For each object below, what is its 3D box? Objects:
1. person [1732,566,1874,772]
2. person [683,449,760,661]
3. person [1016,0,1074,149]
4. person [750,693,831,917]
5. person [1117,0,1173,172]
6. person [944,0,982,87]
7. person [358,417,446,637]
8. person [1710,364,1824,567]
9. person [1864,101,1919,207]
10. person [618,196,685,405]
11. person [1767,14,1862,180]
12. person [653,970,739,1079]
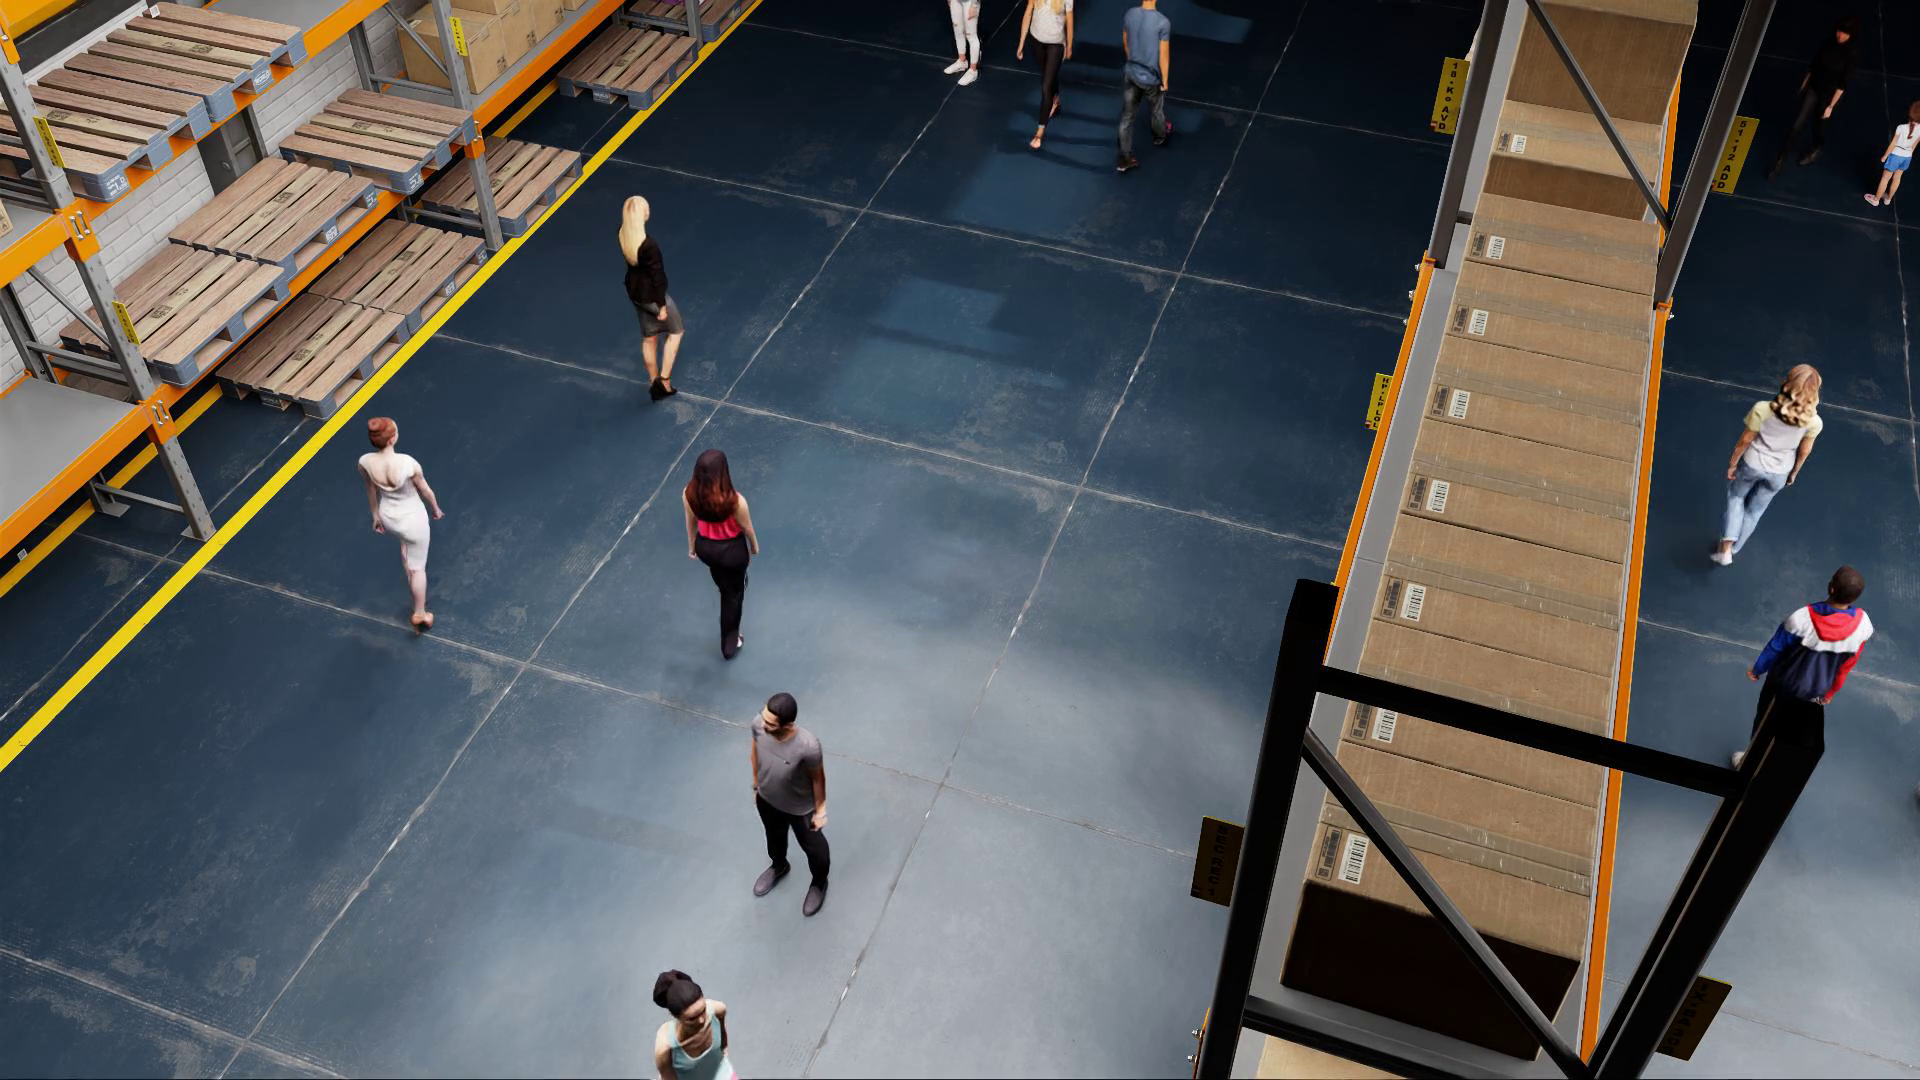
[{"bbox_3d":[5.040,0.897,9.945,0.722,1.744,0.712,1,44,1],"label":"person"},{"bbox_3d":[-1.573,0.128,10.834,0.586,1.631,0.946,12,45,13],"label":"person"},{"bbox_3d":[0.864,-4.732,15.834,0.704,1.771,1.209,19,47,19],"label":"person"},{"bbox_3d":[-0.957,1.435,9.373,0.657,1.754,0.596,20,47,20],"label":"person"},{"bbox_3d":[1.635,-4.237,15.326,0.884,1.754,1.196,26,49,25],"label":"person"},{"bbox_3d":[0.075,-5.400,16.585,0.715,1.701,0.702,-27,50,-26],"label":"person"},{"bbox_3d":[-3.678,-0.032,10.893,0.631,1.782,0.682,6,44,6],"label":"person"},{"bbox_3d":[5.494,-0.428,11.357,0.621,1.714,0.684,14,45,15],"label":"person"},{"bbox_3d":[8.525,-3.502,15.089,0.477,1.018,0.508,-3,44,-3],"label":"person"},{"bbox_3d":[-2.438,-1.776,12.687,0.705,1.832,0.712,30,51,27],"label":"person"},{"bbox_3d":[7.985,-4.099,15.291,1.072,1.604,0.907,-26,49,-25],"label":"person"},{"bbox_3d":[-1.343,2.626,8.151,1.156,1.715,1.049,-29,51,-27],"label":"person"}]
